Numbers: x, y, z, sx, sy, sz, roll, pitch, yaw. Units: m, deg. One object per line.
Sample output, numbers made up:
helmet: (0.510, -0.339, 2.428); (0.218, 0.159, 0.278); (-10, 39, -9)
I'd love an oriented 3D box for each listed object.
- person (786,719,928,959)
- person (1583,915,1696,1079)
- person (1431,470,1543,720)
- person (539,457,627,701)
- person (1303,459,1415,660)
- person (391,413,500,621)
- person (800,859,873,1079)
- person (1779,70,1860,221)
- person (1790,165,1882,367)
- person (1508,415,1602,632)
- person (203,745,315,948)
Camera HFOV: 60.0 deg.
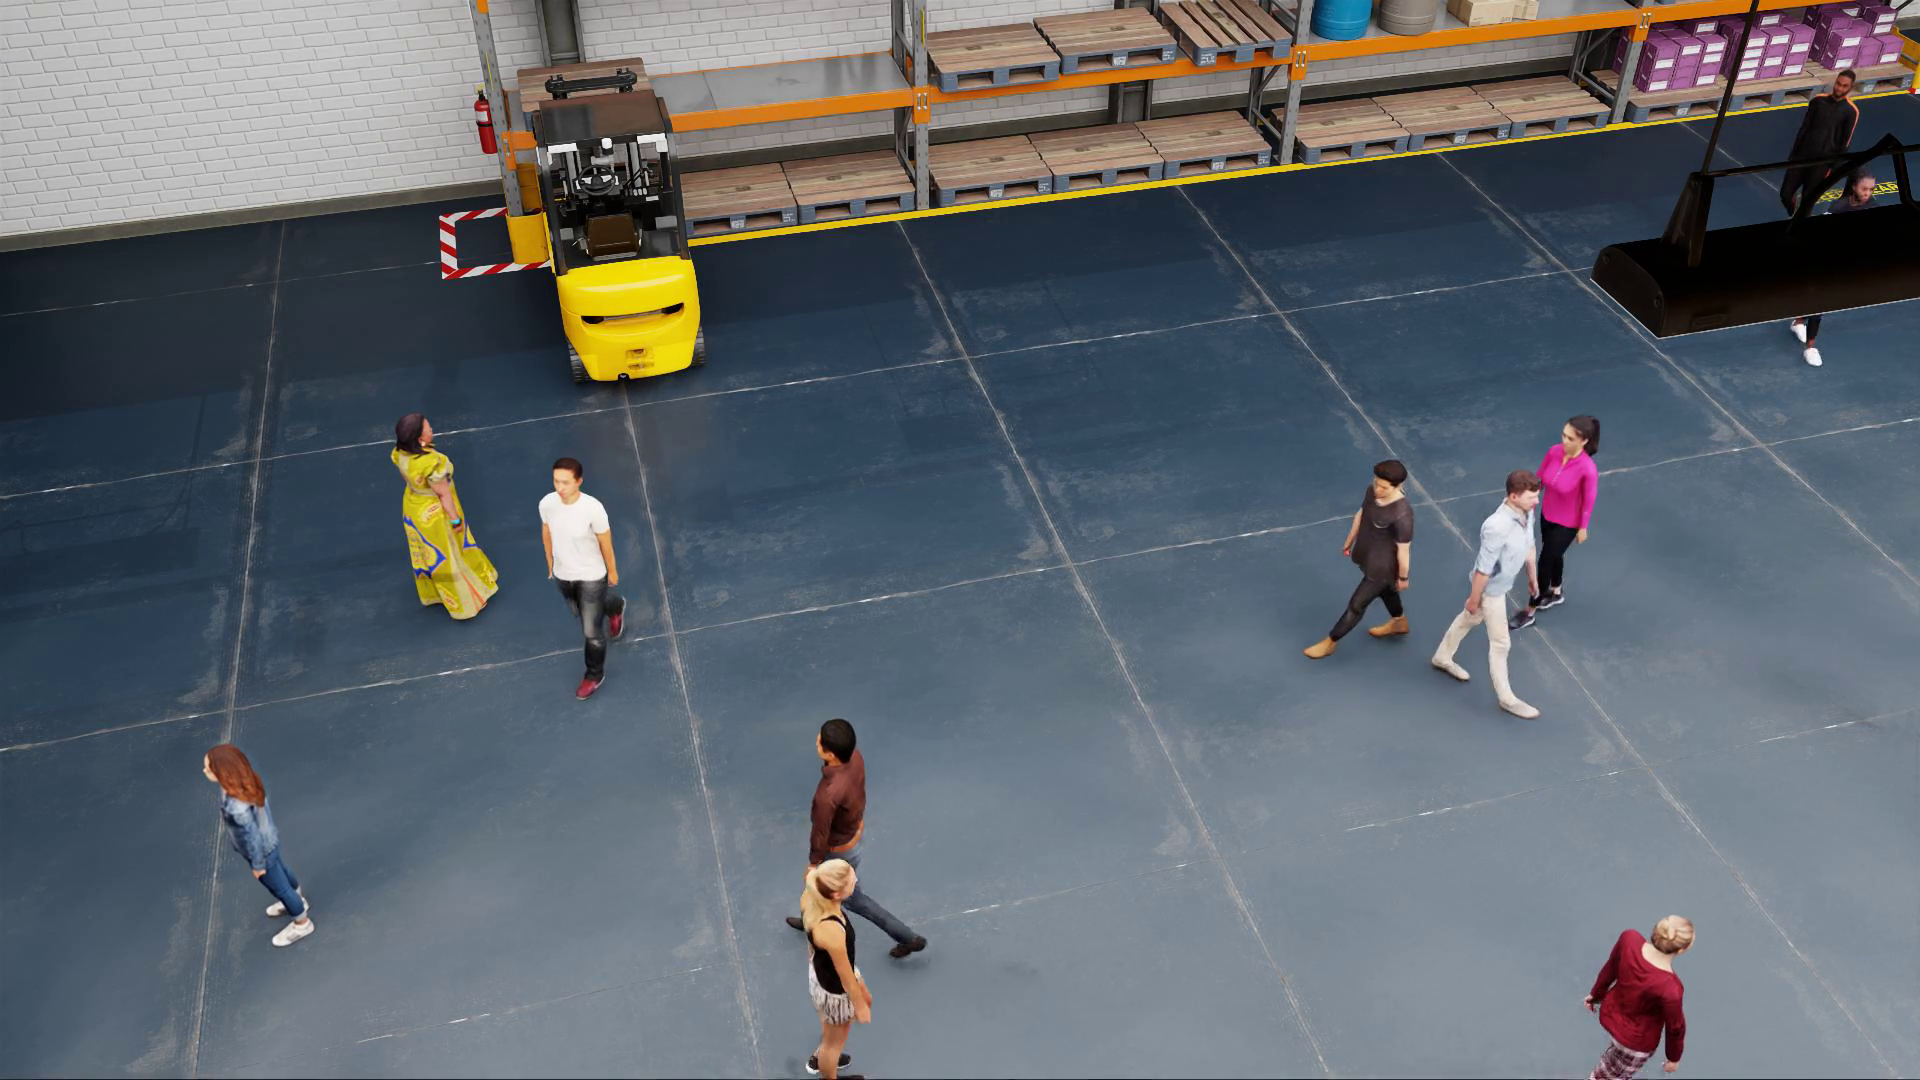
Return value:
person: (-0.570, 1.717, 9.206); (1.205, 1.751, 0.982); (8, 39, 9)
person: (3.293, 2.450, 8.344); (0.777, 1.683, 0.662); (-11, 40, -13)
person: (3.444, 0.253, 10.989); (1.102, 1.815, 1.107); (25, 45, 28)
person: (-2.489, 0.160, 11.140); (1.123, 1.782, 1.077); (12, 40, 14)
person: (2.911, 0.112, 11.288); (1.081, 1.661, 0.687); (-6, 39, -7)
person: (-3.688, -0.186, 11.670); (1.003, 1.660, 1.027); (27, 46, 30)
person: (-0.727, 2.267, 8.451); (0.595, 1.834, 0.579); (-10, 40, -13)
person: (8.207, -3.660, 15.903); (0.804, 1.797, 0.853); (31, 48, 33)
person: (7.578, -2.468, 14.483); (0.928, 1.706, 0.774); (-6, 39, -7)
person: (4.267, -0.169, 11.636); (0.881, 1.677, 0.685); (-16, 41, -19)
person: (-3.974, 1.708, 9.440); (0.543, 1.473, 0.598); (-18, 42, -21)
